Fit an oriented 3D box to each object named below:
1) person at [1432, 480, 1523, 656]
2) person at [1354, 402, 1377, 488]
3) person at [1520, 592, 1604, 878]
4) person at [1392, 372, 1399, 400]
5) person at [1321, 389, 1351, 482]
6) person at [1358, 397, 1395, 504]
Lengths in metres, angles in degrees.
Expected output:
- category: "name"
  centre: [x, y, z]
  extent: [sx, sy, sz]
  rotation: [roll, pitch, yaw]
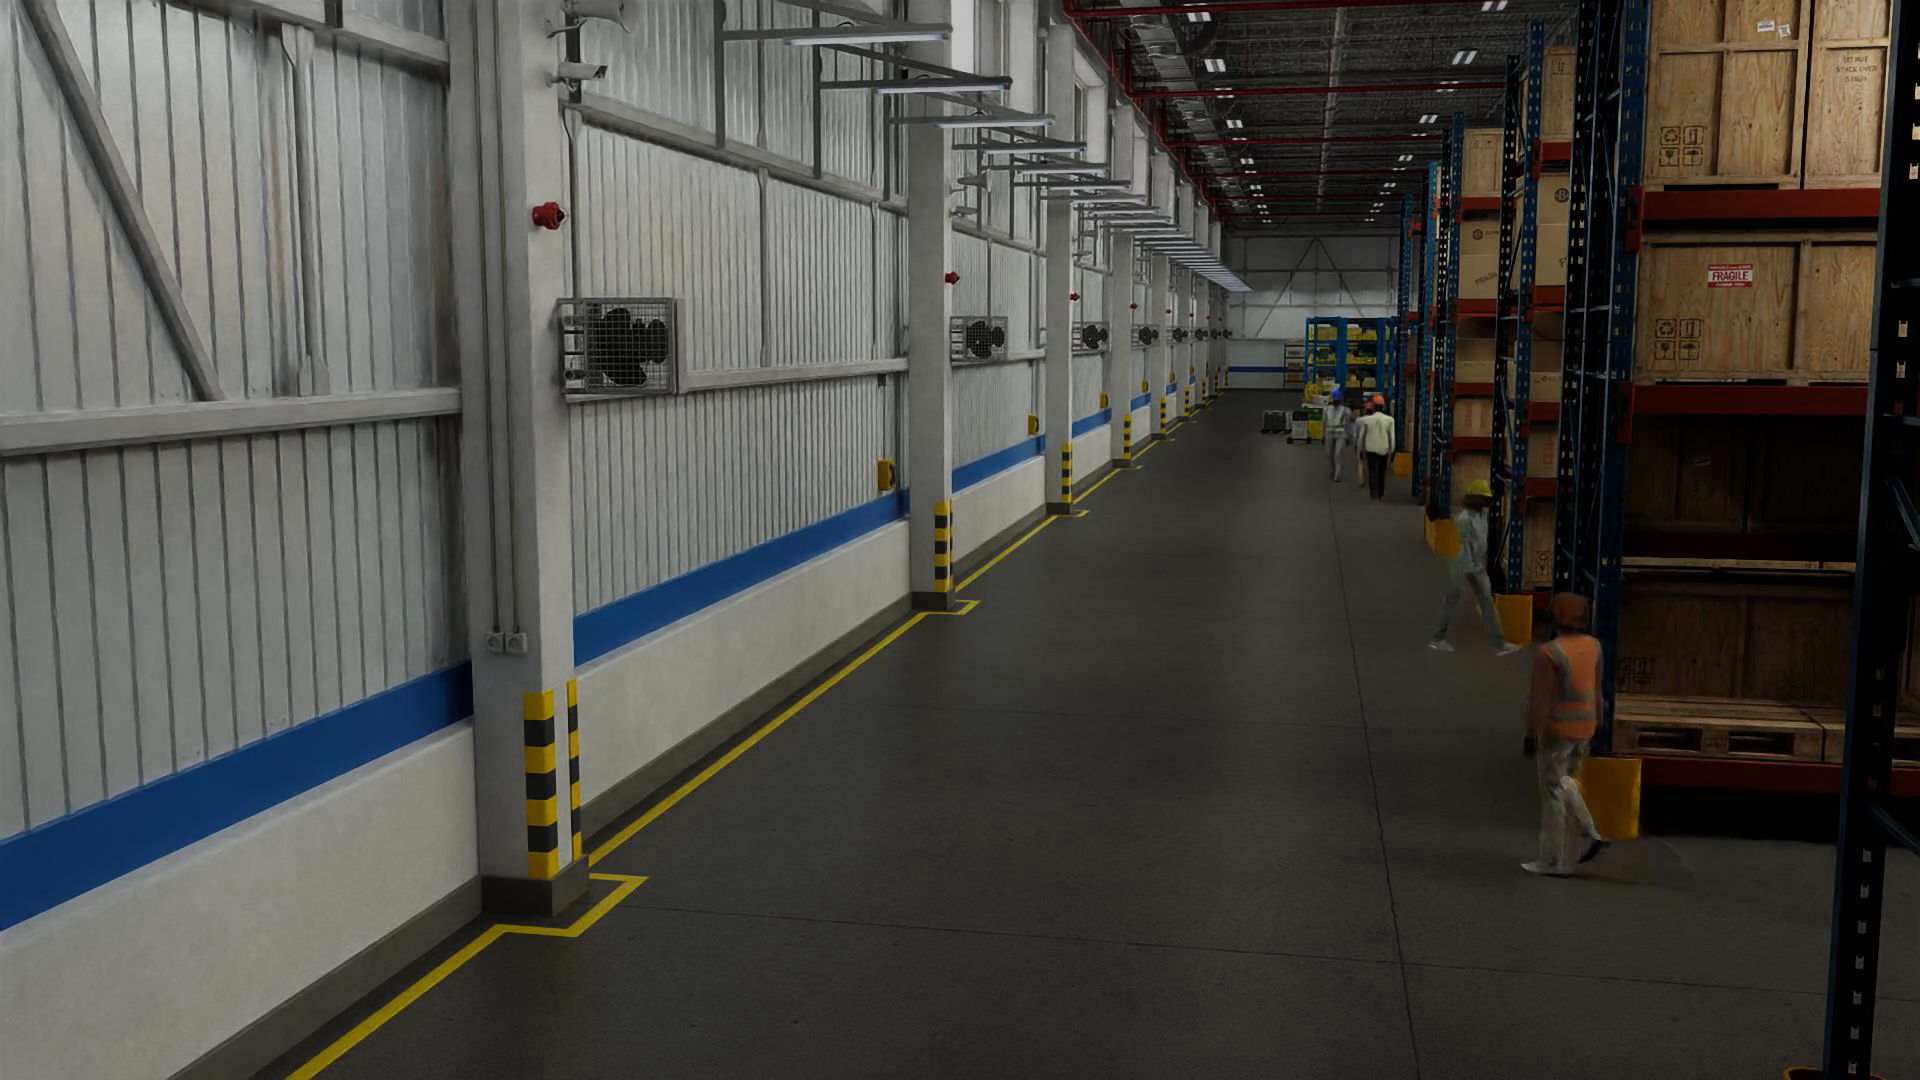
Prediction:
- category: "person"
  centre: [4.931, 0.273, 15.925]
  extent: [0.502, 1.691, 0.917]
  rotation: [-6, 9, -38]
- category: "person"
  centre: [8.172, -1.903, 33.289]
  extent: [0.573, 1.703, 0.889]
  rotation: [3, 8, 20]
- category: "person"
  centre: [3.452, 1.105, 9.492]
  extent: [0.597, 1.623, 0.410]
  rotation: [-4, 8, -31]
- category: "person"
  centre: [14.402, -4.588, 54.381]
  extent: [0.635, 1.803, 0.604]
  rotation: [1, 7, 8]
- category: "person"
  centre: [7.758, -2.146, 34.345]
  extent: [0.630, 1.927, 0.444]
  rotation: [4, 8, 27]
- category: "person"
  centre: [7.555, -1.629, 30.170]
  extent: [0.638, 1.941, 1.020]
  rotation: [2, 7, 12]
